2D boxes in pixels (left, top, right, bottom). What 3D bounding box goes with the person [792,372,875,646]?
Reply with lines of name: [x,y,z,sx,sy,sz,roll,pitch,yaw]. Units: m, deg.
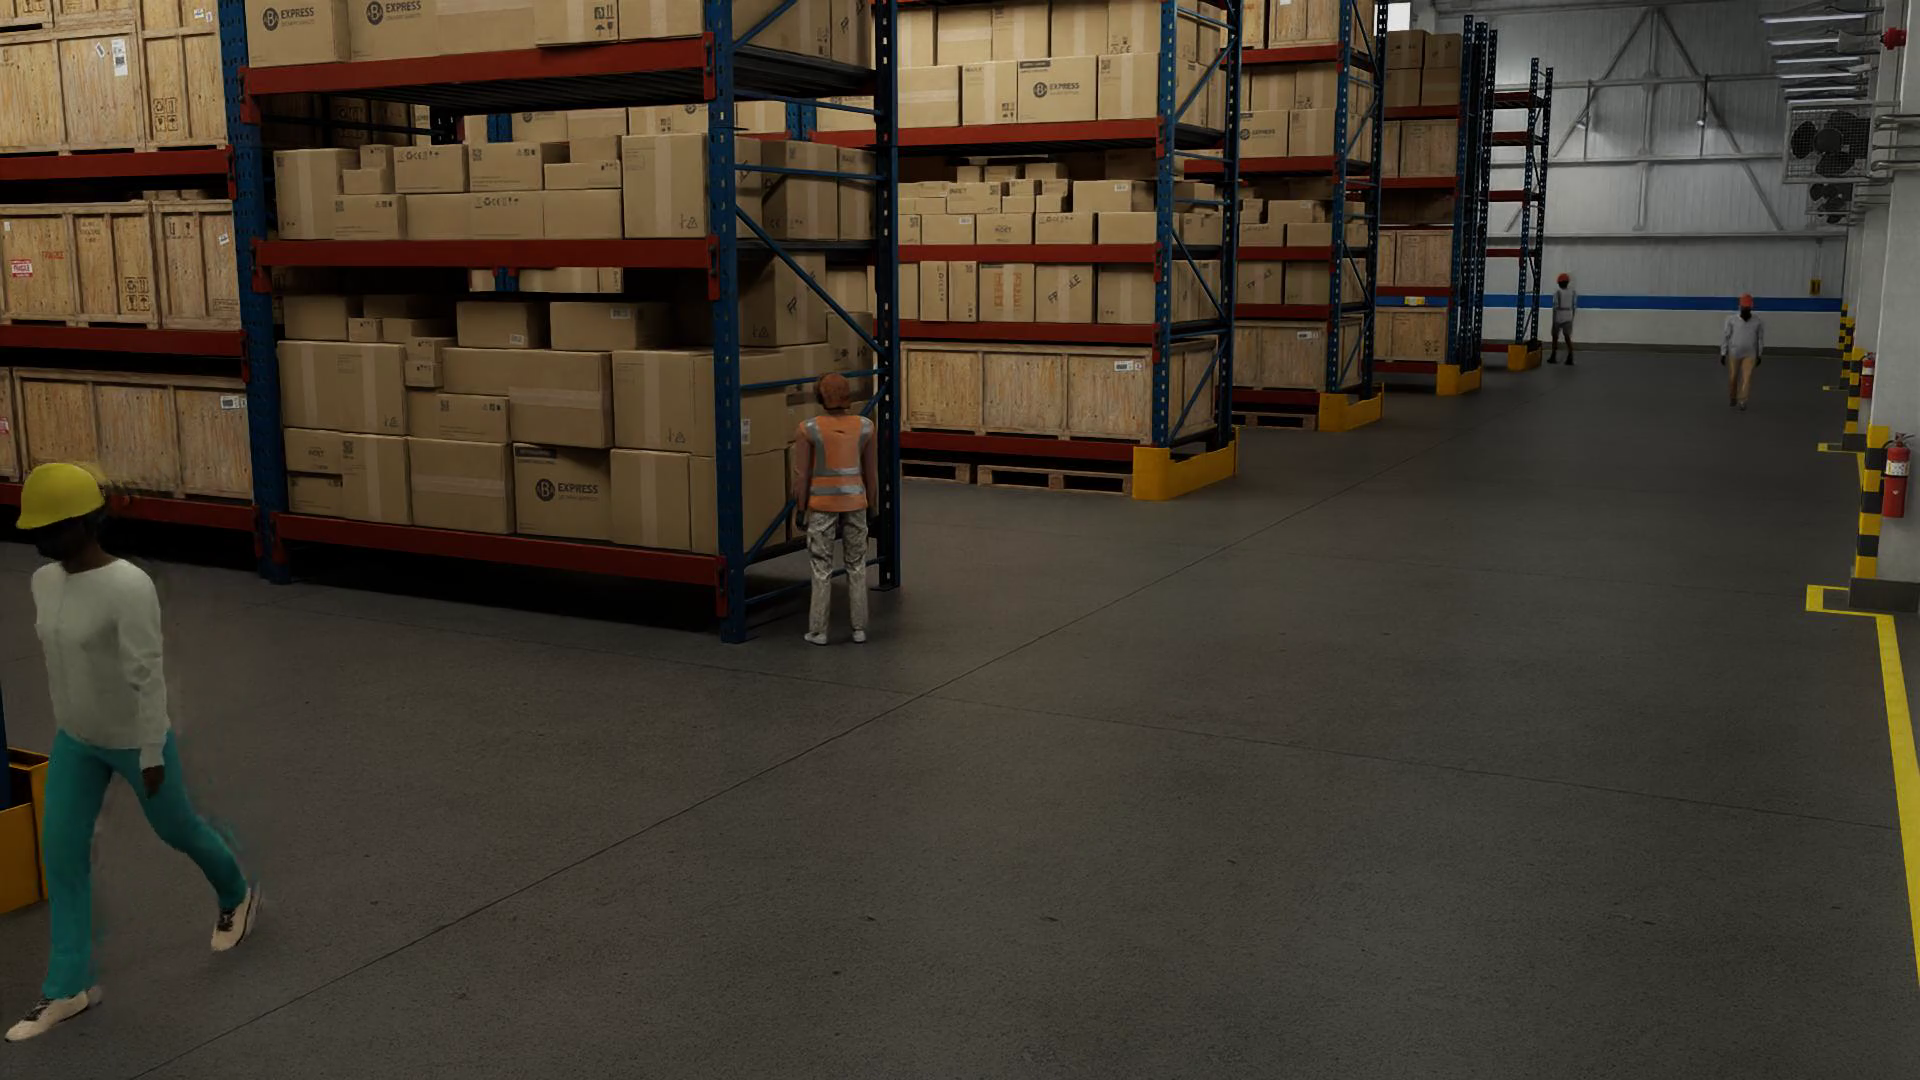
person: [-0.740,-0.177,9.891,0.518,1.632,0.315,-4,11,-22]

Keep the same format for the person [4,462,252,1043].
person: [-2.614,0.588,5.232,0.538,1.723,0.915,4,10,20]

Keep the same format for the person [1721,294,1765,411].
person: [11.696,-2.815,24.865,0.574,1.728,0.720,4,11,23]

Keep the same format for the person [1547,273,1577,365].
person: [12.639,-4.627,34.828,0.550,1.913,0.808,0,10,-2]
